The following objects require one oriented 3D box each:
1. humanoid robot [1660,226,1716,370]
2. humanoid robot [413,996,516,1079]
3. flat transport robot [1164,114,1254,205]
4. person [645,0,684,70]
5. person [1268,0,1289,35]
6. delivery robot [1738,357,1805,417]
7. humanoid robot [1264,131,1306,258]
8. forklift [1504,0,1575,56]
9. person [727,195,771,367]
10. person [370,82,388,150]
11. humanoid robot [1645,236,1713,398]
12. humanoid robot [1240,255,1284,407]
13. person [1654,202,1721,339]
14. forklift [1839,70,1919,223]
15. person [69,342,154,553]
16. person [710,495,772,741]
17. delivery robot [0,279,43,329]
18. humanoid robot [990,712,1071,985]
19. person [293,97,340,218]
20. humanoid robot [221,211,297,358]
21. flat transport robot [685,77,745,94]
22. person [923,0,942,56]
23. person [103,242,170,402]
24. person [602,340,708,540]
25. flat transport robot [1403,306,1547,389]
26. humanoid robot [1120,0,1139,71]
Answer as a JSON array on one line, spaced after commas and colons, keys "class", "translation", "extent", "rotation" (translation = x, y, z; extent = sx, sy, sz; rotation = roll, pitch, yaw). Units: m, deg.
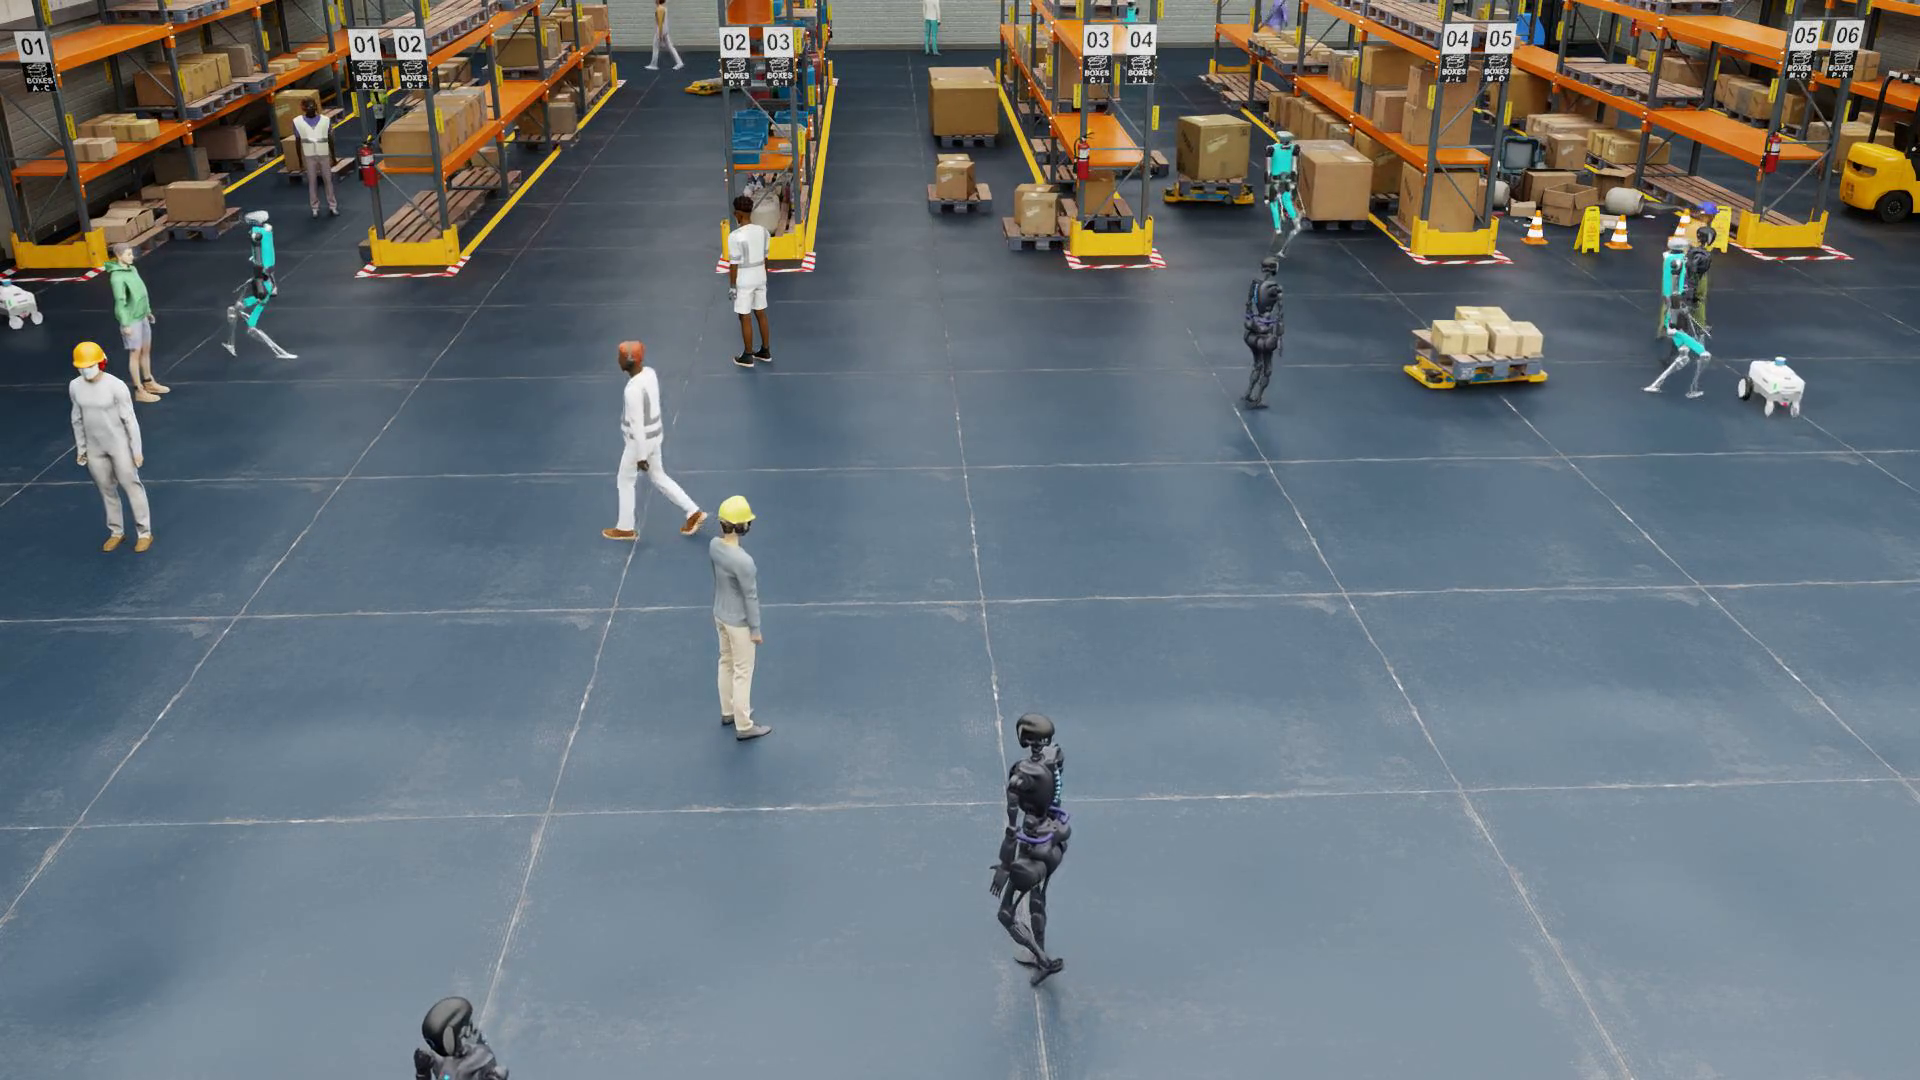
[{"class": "humanoid robot", "translation": [8.308, -2.771, 18.964], "extent": [0.333, 1.649, 0.600], "rotation": [12, 27, 25]}, {"class": "humanoid robot", "translation": [-1.942, 2.554, 7.011], "extent": [0.608, 1.642, 0.503], "rotation": [10, 26, 21]}, {"class": "flat transport robot", "translation": [4.080, -5.686, 27.250], "extent": [1.431, 0.231, 0.659], "rotation": [4, 24, 8]}, {"class": "person", "translation": [-7.176, -12.302, 40.198], "extent": [0.955, 1.819, 0.523], "rotation": [6, 25, 13]}, {"class": "person", "translation": [7.904, -12.738, 41.272], "extent": [0.973, 1.738, 0.632], "rotation": [-7, 25, -16]}, {"class": "delivery robot", "translation": [8.758, -1.672, 17.887], "extent": [0.499, 0.601, 0.783], "rotation": [1, 24, 3]}, {"class": "humanoid robot", "translation": [4.620, -4.849, 23.596], "extent": [0.538, 1.795, 0.678], "rotation": [-8, 25, -17]}, {"class": "forklift", "translation": [14.700, -13.805, 42.301], "extent": [1.873, 2.768, 1.129], "rotation": [-1, 24, -2]}, {"class": "person", "translation": [-2.419, -2.968, 19.076], "extent": [0.379, 1.958, 0.596], "rotation": [17, 29, 33]}, {"class": "person", "translation": [-10.828, -8.165, 31.058], "extent": [0.317, 1.699, 0.538], "rotation": [-4, 24, -8]}, {"class": "humanoid robot", "translation": [7.942, -2.379, 18.040], "extent": [0.839, 1.788, 0.530], "rotation": [6, 25, 13]}, {"class": "humanoid robot", "translation": [3.220, -2.206, 17.715], "extent": [0.327, 1.655, 0.616], "rotation": [-14, 27, -28]}, {"class": "person", "translation": [8.828, -3.255, 20.066], "extent": [0.892, 1.662, 0.444], "rotation": [-15, 28, -30]}, {"class": "forklift", "translation": [15.132, -6.143, 25.915], "extent": [2.313, 2.155, 1.214], "rotation": [-1, 24, -2]}, {"class": "person", "translation": [-7.312, -0.801, 14.286], "extent": [0.569, 1.889, 0.388], "rotation": [1, 24, 3]}, {"class": "person", "translation": [-1.518, 0.529, 11.449], "extent": [0.333, 1.765, 0.527], "rotation": [-16, 28, -31]}, {"class": "delivery robot", "translation": [-11.860, -2.956, 20.776], "extent": [0.777, 0.605, 0.511], "rotation": [18, 30, 35]}, {"class": "humanoid robot", "translation": [0.425, 1.660, 9.008], "extent": [0.390, 1.642, 0.589], "rotation": [14, 28, 29]}, {"class": "person", "translation": [-10.046, -5.983, 25.970], "extent": [0.569, 1.849, 0.383], "rotation": [-12, 27, -25]}, {"class": "humanoid robot", "translation": [-8.325, -2.915, 19.262], "extent": [0.995, 1.776, 0.532], "rotation": [-2, 24, -5]}, {"class": "flat transport robot", "translation": [-5.439, -10.243, 37.489], "extent": [0.659, 0.231, 1.431], "rotation": [21, 32, 39]}, {"class": "person", "translation": [-0.705, -13.279, 42.480], "extent": [0.529, 1.766, 0.330], "rotation": [18, 30, 35]}, {"class": "person", "translation": [-8.918, -2.356, 17.963], "extent": [0.345, 1.737, 0.479], "rotation": [0, 24, 0]}, {"class": "person", "translation": [-2.707, -0.856, 14.457], "extent": [0.879, 1.848, 0.573], "rotation": [5, 24, 11]}, {"class": "flat transport robot", "translation": [5.825, -1.938, 18.828], "extent": [1.431, 0.231, 0.659], "rotation": [-5, 25, -11]}, {"class": "humanoid robot", "translation": [4.082, -11.786, 39.141], "extent": [0.530, 1.724, 1.031], "rotation": [-13, 27, -27]}]
